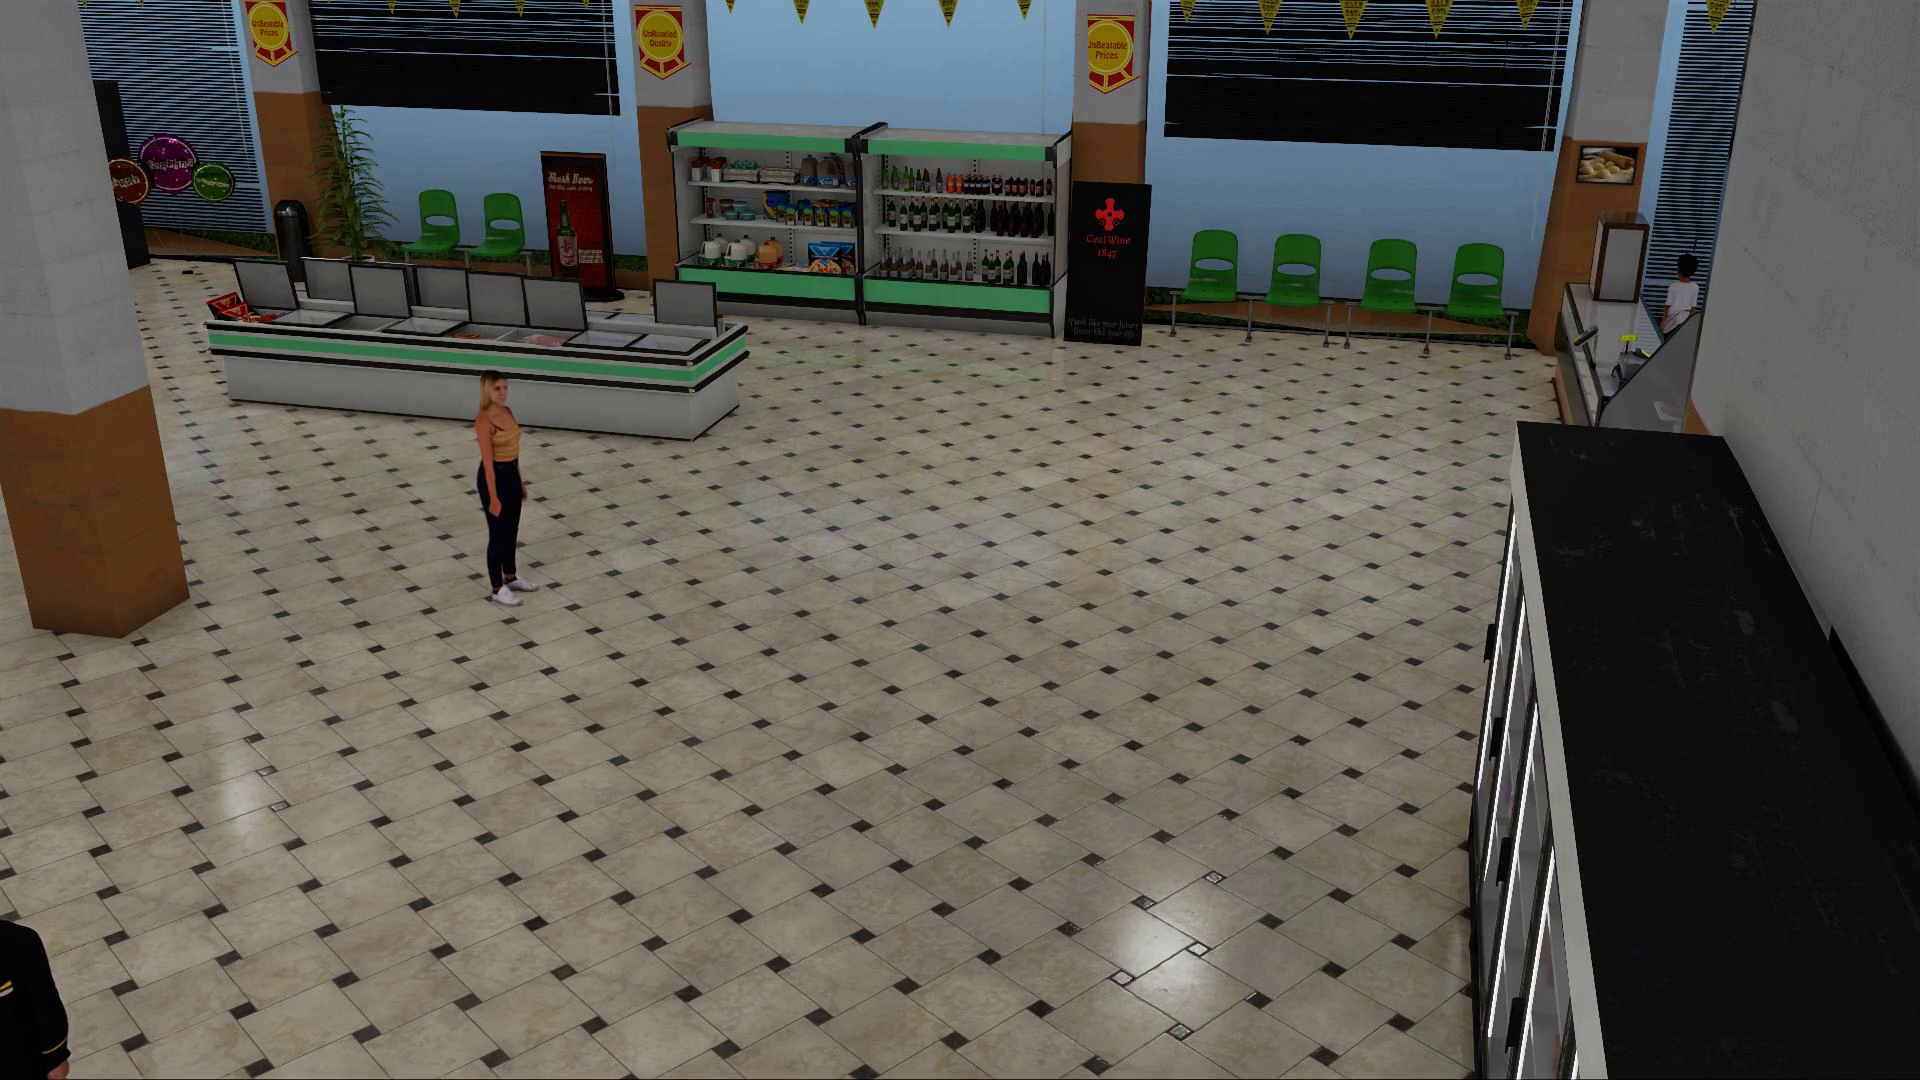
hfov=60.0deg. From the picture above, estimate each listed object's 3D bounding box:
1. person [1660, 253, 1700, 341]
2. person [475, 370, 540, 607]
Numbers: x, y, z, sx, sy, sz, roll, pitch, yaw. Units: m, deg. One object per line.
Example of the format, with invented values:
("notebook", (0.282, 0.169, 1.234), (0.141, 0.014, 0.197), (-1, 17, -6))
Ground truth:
("person", (7.106, -2.204, 16.454), (0.528, 1.261, 0.621), (-3, 22, -7))
("person", (-3.148, -0.374, 11.405), (0.508, 1.628, 0.559), (6, 23, 15))
